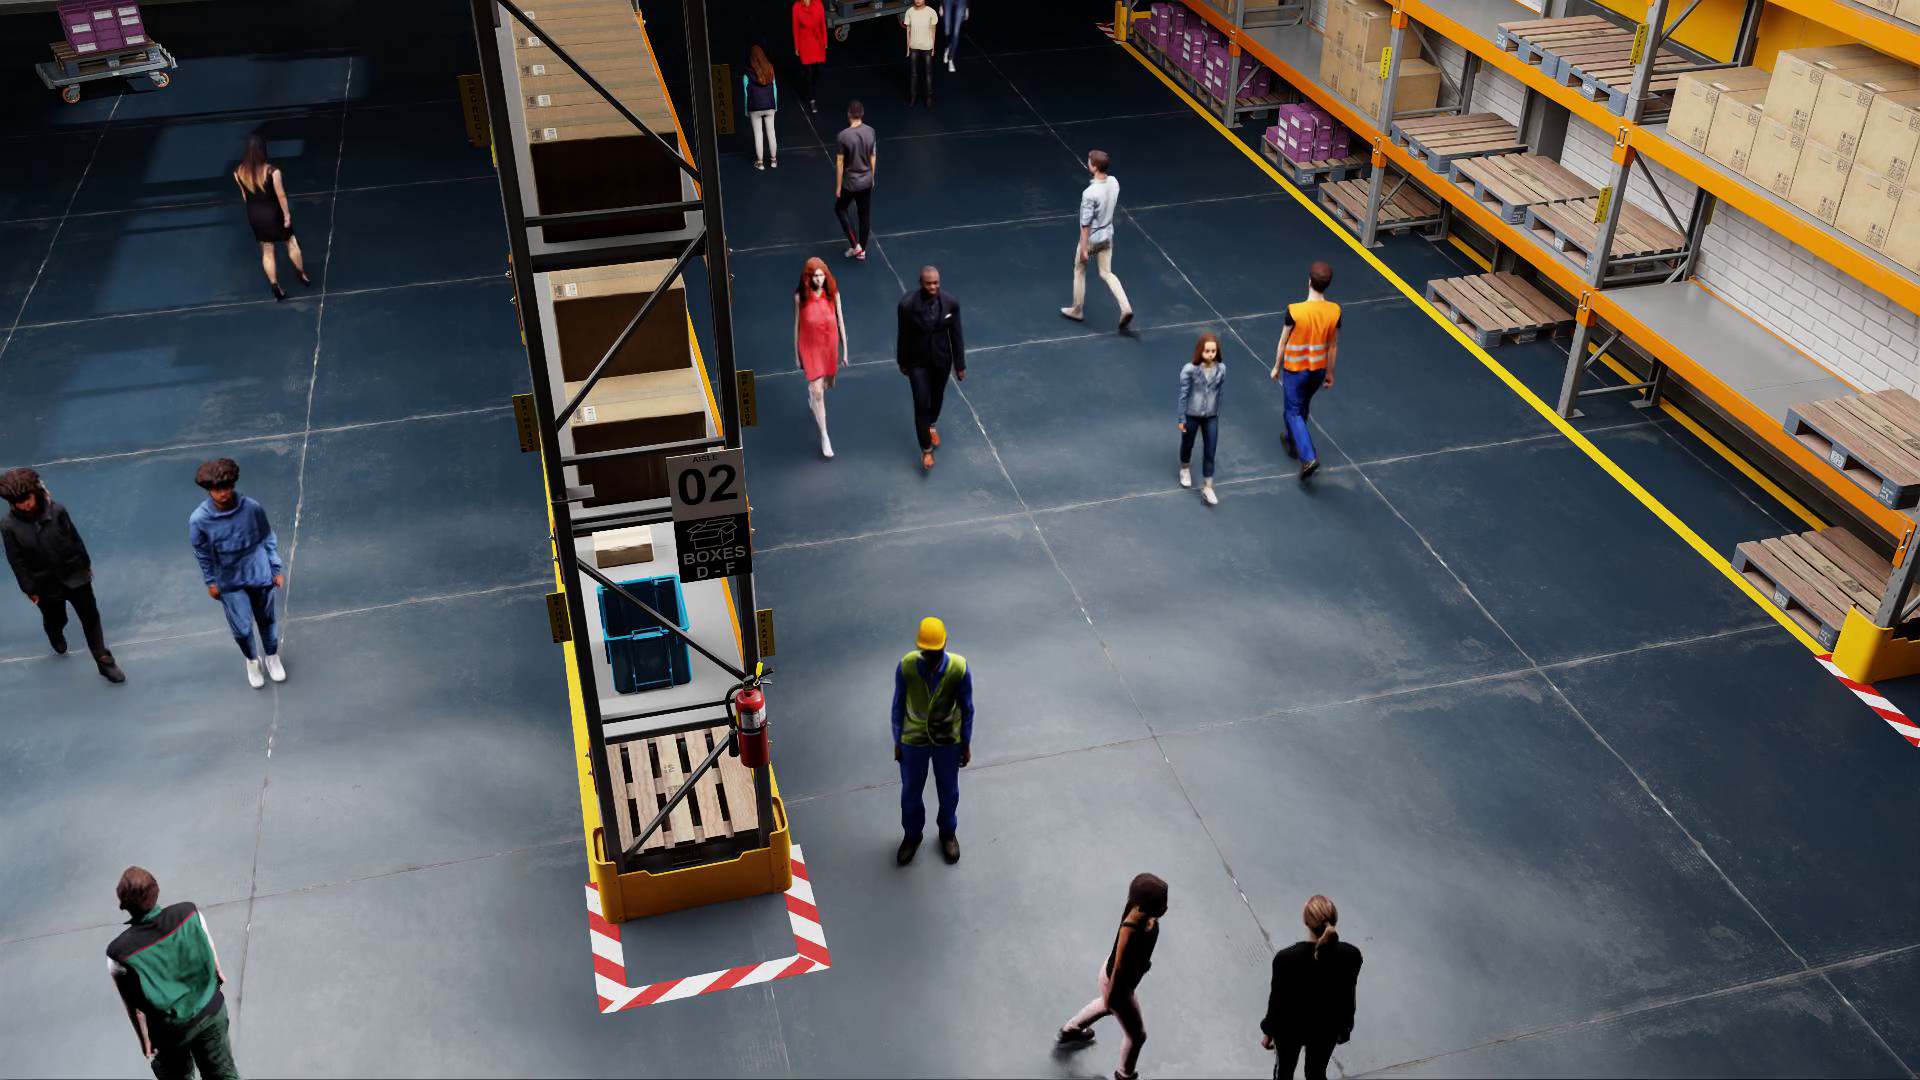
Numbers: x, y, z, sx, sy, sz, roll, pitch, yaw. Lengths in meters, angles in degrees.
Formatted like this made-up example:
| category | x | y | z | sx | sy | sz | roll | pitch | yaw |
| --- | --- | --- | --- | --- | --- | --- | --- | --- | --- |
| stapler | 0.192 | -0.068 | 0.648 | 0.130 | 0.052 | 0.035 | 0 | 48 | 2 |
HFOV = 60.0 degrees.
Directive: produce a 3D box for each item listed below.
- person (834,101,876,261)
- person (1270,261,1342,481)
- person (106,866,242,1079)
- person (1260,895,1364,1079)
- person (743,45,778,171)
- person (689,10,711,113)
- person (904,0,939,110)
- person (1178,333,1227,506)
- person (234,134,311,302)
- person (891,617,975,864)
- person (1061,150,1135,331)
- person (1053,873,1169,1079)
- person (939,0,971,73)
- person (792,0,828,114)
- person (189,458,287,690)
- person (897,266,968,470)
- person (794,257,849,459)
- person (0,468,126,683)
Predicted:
| category | x | y | z | sx | sy | sz | roll | pitch | yaw |
| --- | --- | --- | --- | --- | --- | --- | --- | --- | --- |
| person | -1.074 | -3.794 | 17.775 | 0.749 | 1.757 | 0.736 | -19 | 38 | -27 |
| person | 2.943 | -1.402 | 14.086 | 0.652 | 1.859 | 1.109 | -8 | 35 | -12 |
| person | -3.893 | 2.417 | 8.387 | 1.156 | 1.805 | 1.002 | 27 | 42 | 34 |
| person | 1.764 | 2.516 | 8.340 | 0.743 | 1.692 | 0.967 | -4 | 34 | -6 |
| person | -2.413 | -5.264 | 20.217 | 0.588 | 1.501 | 0.595 | -12 | 35 | -17 |
| person | -3.401 | -6.385 | 21.689 | 0.677 | 1.740 | 0.496 | -12 | 36 | -18 |
| person | -0.516 | -6.530 | 22.045 | 0.656 | 1.588 | 0.622 | 6 | 34 | 8 |
| person | 1.988 | -1.086 | 13.974 | 0.631 | 1.455 | 0.874 | -4 | 34 | -6 |
| person | -7.102 | -3.246 | 17.009 | 0.733 | 1.693 | 0.807 | -2 | 34 | -3 |
| person | -0.172 | 1.206 | 10.205 | 0.722 | 1.811 | 0.676 | 0 | 34 | 1 |
| person | 1.421 | -2.936 | 16.425 | 0.953 | 1.823 | 1.196 | -26 | 41 | -33 |
| person | 0.818 | 2.306 | 8.807 | 0.912 | 1.526 | 0.901 | 11 | 35 | 15 |
| person | -0.076 | -7.485 | 23.313 | 0.644 | 1.774 | 0.734 | -1 | 34 | -2 |
| person | -1.989 | -6.524 | 21.902 | 0.653 | 1.735 | 0.795 | -11 | 35 | -17 |
| person | -5.082 | 0.193 | 11.737 | 0.769 | 1.801 | 0.738 | -19 | 38 | -26 |
| person | -0.274 | -1.569 | 14.410 | 0.746 | 1.777 | 1.117 | -7 | 34 | -10 |
| person | -1.242 | -1.659 | 14.528 | 0.638 | 1.795 | 1.110 | -11 | 35 | -16 |
| person | -6.408 | 0.227 | 11.730 | 1.097 | 1.752 | 0.944 | 27 | 42 | 34 |
